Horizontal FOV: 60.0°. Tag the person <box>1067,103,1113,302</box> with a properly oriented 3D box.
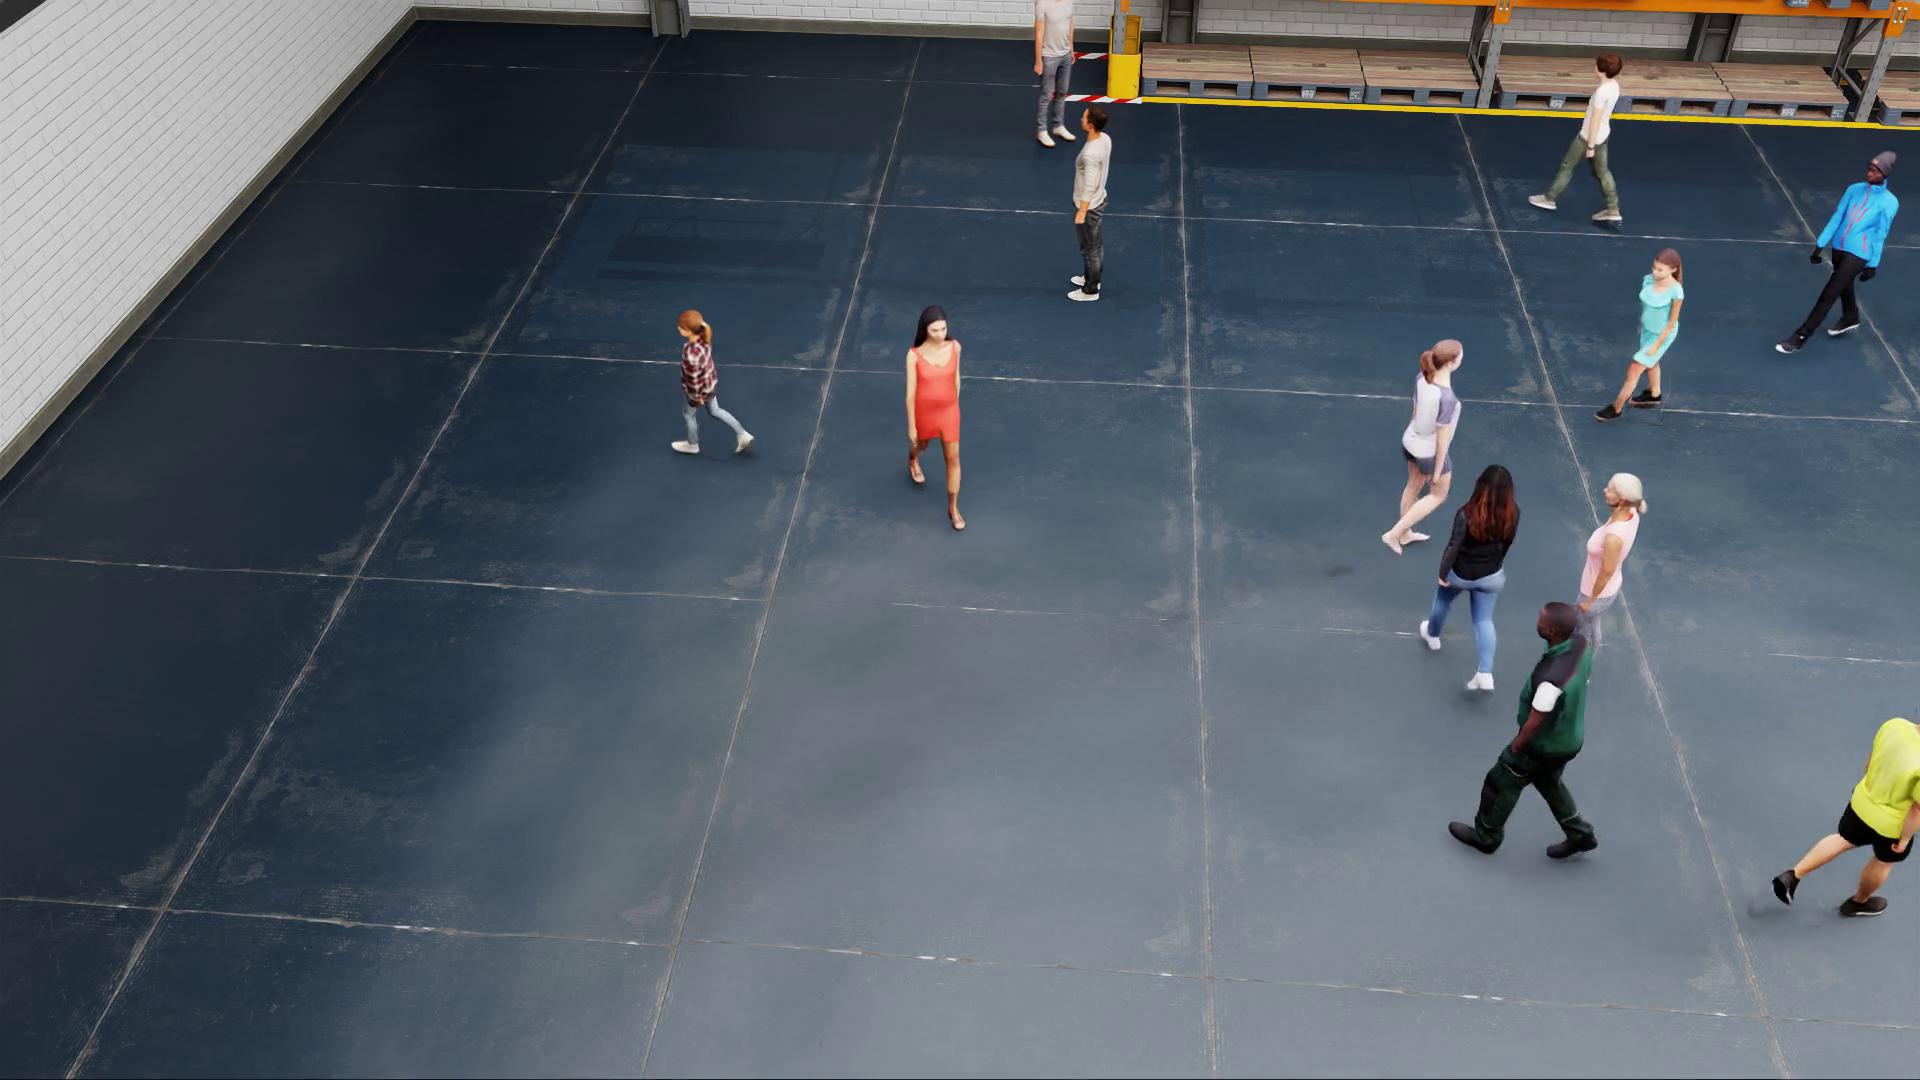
[{"bbox_3d":[1.152,-2.941,14.481,0.619,1.811,0.701,11,40,13],"label":"person"}]

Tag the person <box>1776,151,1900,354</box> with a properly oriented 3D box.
[{"bbox_3d":[7.478,-2.389,13.844,1.286,1.744,1.024,-15,41,-18],"label":"person"}]

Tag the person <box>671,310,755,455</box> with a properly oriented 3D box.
[{"bbox_3d":[-1.912,-1.181,12.699,0.919,1.284,0.618,10,40,12],"label":"person"}]

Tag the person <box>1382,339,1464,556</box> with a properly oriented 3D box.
[{"bbox_3d":[3.179,-0.621,11.621,0.836,1.755,0.735,-14,41,-17],"label":"person"}]

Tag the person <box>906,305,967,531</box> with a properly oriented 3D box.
[{"bbox_3d":[-0.225,-0.972,12.120,1.150,1.681,1.011,-14,41,-17],"label":"person"}]

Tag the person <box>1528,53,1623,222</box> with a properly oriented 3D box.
[{"bbox_3d":[6.036,-3.735,15.637,1.197,1.610,1.016,27,46,30],"label":"person"}]

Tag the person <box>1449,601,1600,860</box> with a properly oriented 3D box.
[{"bbox_3d":[3.381,1.132,9.386,1.142,1.806,1.001,20,43,23],"label":"person"}]

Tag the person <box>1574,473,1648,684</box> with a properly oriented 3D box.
[{"bbox_3d":[4.039,0.294,10.499,0.653,1.725,0.632,23,44,26],"label":"person"}]

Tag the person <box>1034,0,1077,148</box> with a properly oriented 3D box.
[{"bbox_3d":[0.952,-4.959,16.948,0.756,1.886,0.810,-29,47,-31],"label":"person"}]

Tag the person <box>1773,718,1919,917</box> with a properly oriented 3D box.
[{"bbox_3d":[4.970,1.473,9.056,1.028,1.684,0.836,-10,40,-12],"label":"person"}]

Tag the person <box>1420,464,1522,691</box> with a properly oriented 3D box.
[{"bbox_3d":[3.331,0.254,10.643,1.042,1.607,0.820,-4,39,-5],"label":"person"}]

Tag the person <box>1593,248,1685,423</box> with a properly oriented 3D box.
[{"bbox_3d":[5.508,-1.603,13.050,1.016,1.507,0.786,-9,39,-11],"label":"person"}]
